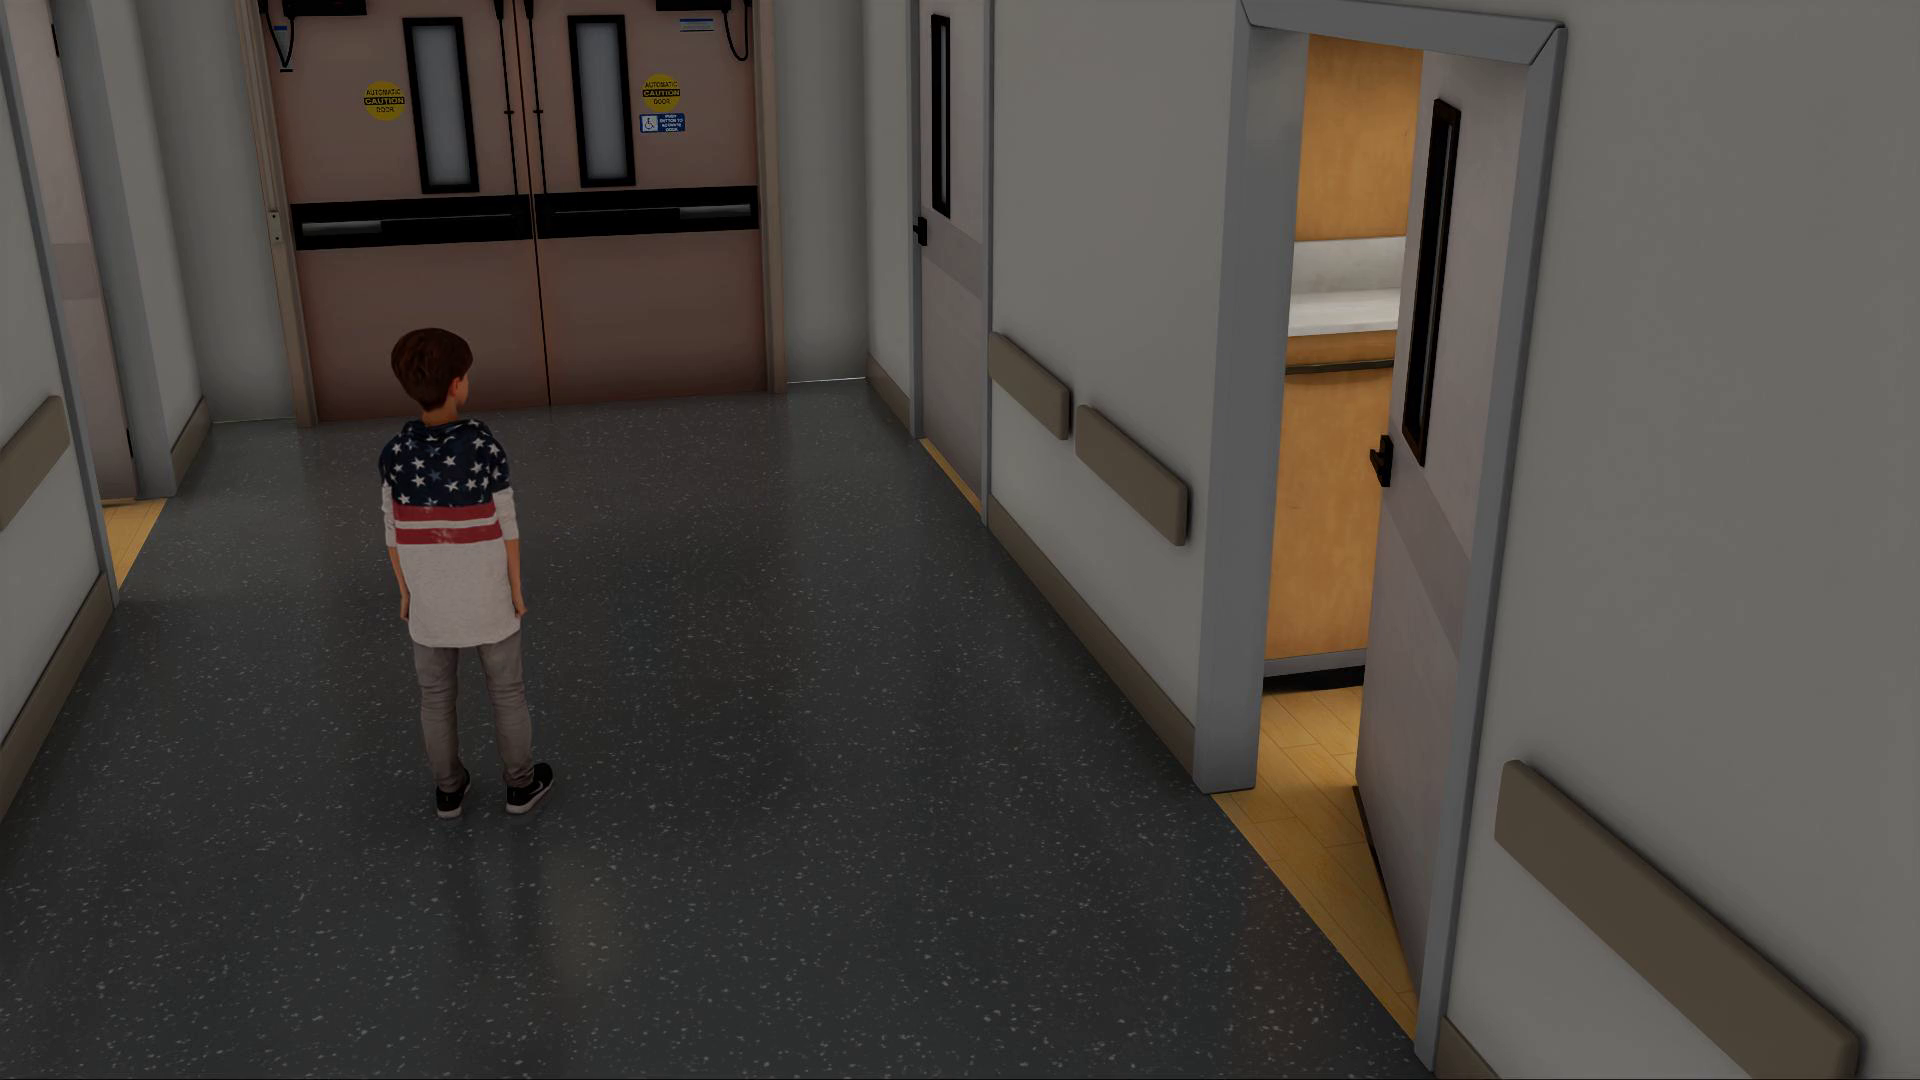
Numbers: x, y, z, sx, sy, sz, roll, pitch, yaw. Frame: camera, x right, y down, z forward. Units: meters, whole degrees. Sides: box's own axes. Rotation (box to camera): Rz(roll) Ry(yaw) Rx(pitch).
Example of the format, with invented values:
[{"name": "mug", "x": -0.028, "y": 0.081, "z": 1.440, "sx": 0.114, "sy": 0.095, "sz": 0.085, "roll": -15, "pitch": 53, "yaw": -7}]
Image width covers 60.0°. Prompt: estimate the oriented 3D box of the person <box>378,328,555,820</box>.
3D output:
[{"name": "person", "x": -1.421, "y": 0.105, "z": 4.723, "sx": 0.558, "sy": 1.441, "sz": 0.530, "roll": -1, "pitch": 21, "yaw": -2}]
